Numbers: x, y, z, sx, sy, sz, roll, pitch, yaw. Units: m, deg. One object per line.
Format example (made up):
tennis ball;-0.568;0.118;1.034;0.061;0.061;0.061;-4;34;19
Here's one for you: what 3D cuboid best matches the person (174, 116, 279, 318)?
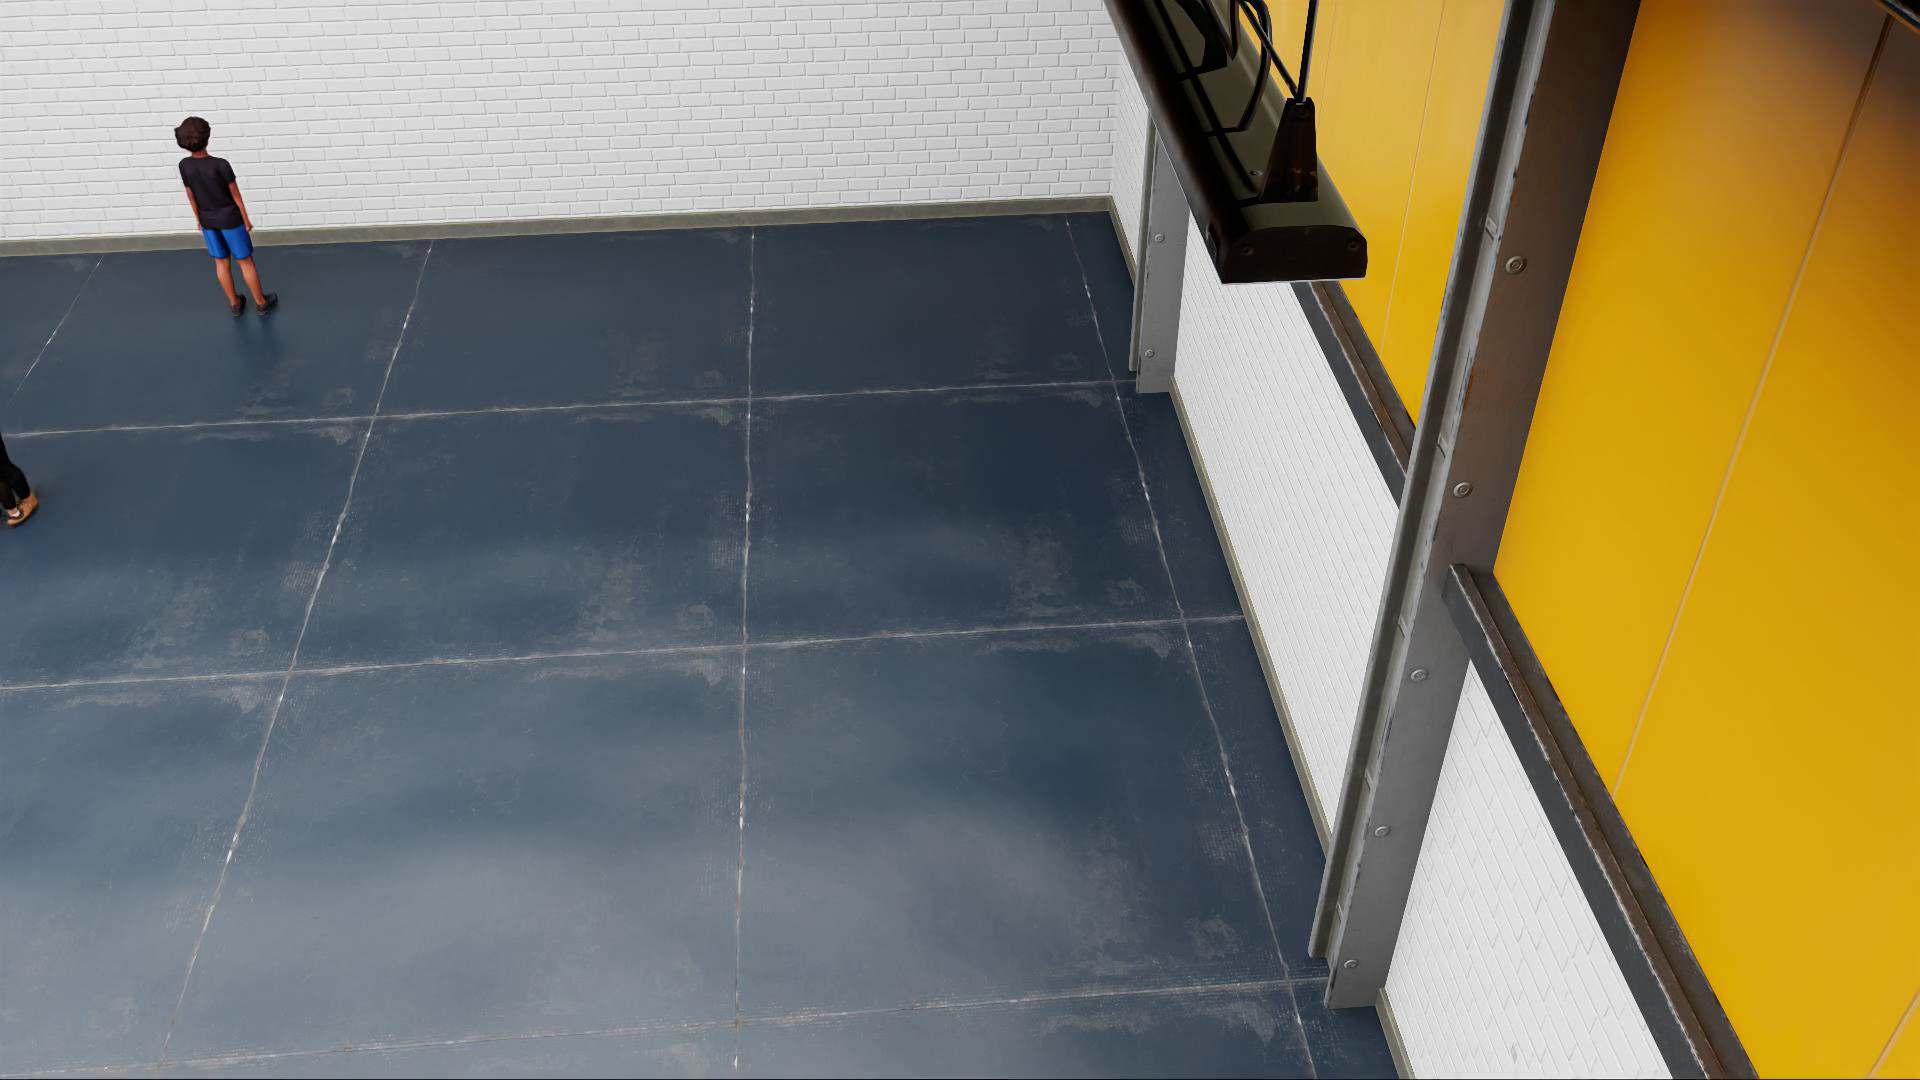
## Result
person;-6.258;-2.721;14.081;0.619;1.800;0.595;0;39;0
